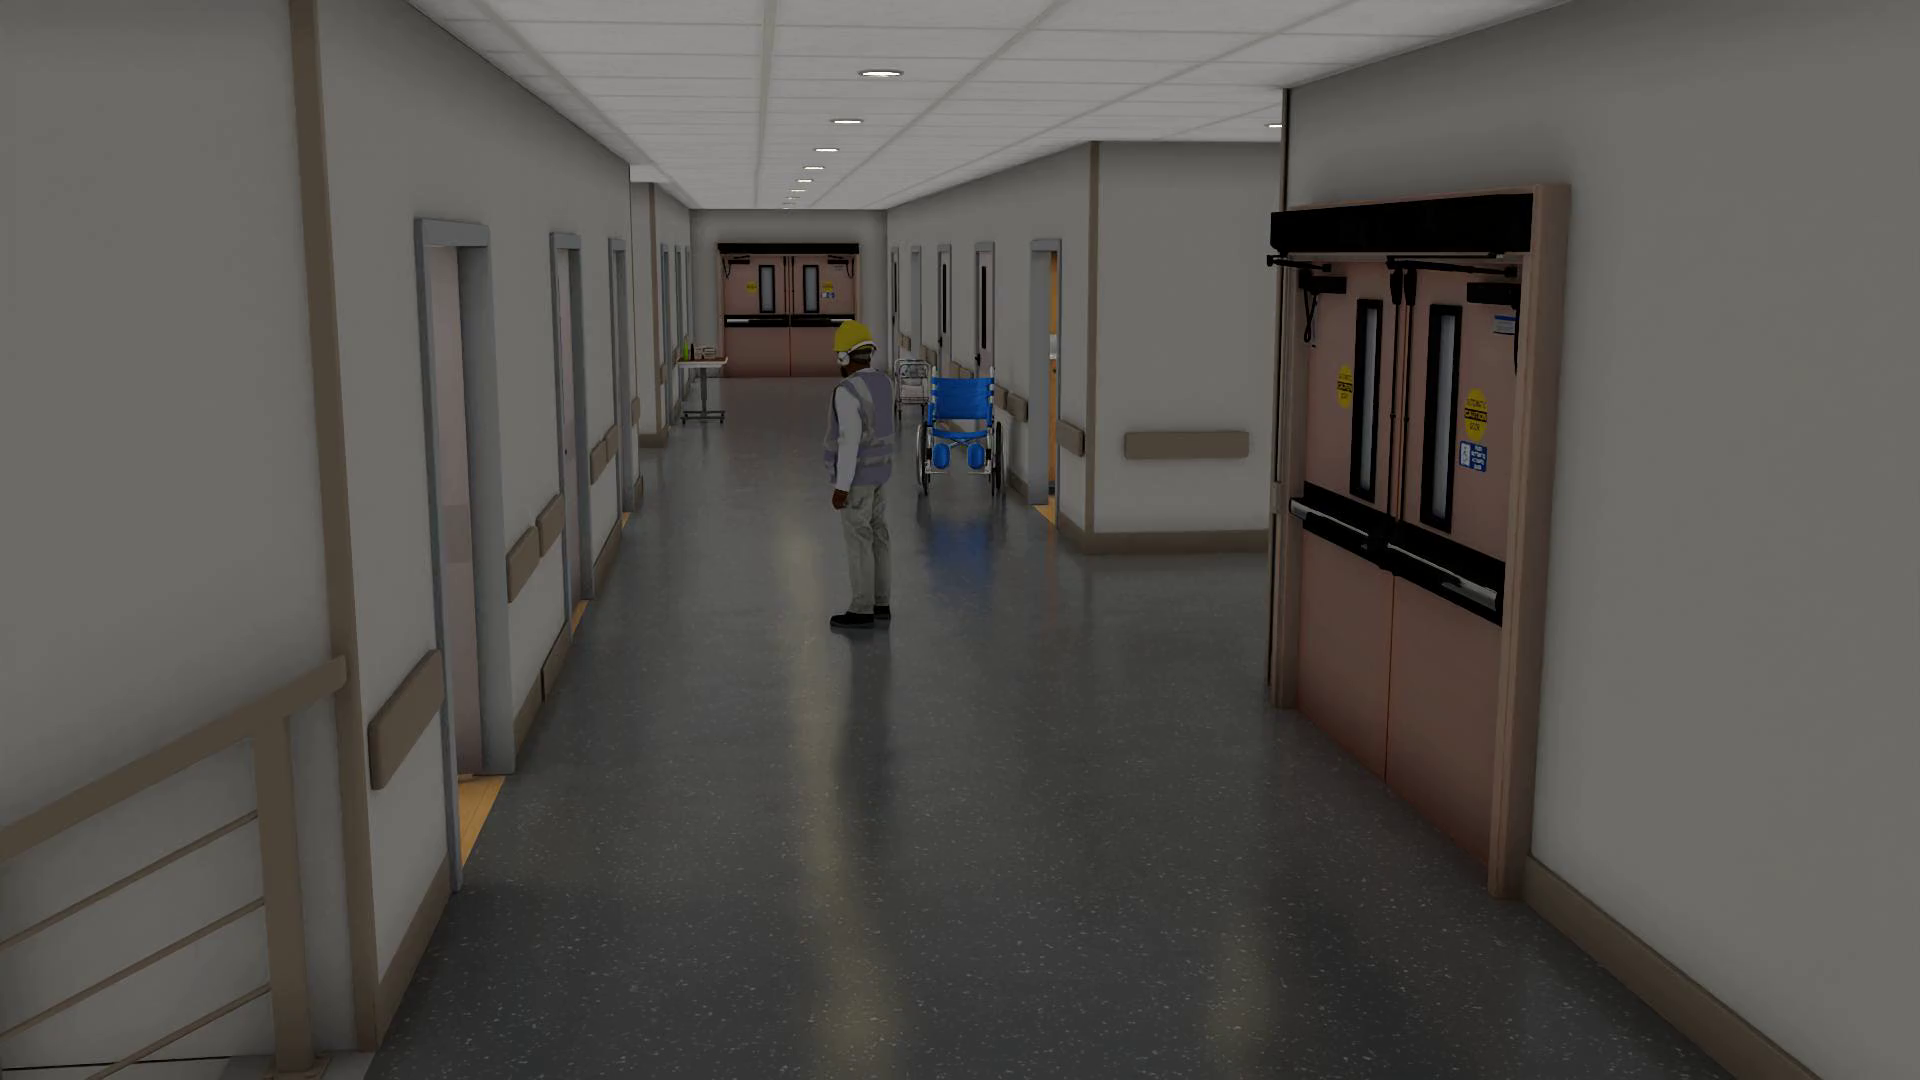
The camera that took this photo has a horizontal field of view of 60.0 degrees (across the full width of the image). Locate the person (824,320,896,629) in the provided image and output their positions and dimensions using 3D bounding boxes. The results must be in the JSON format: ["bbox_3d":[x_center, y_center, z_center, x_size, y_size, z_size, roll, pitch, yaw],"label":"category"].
[{"bbox_3d":[-0.604,-0.387,9.903,0.403,1.827,0.599,4,11,23],"label":"person"}]
